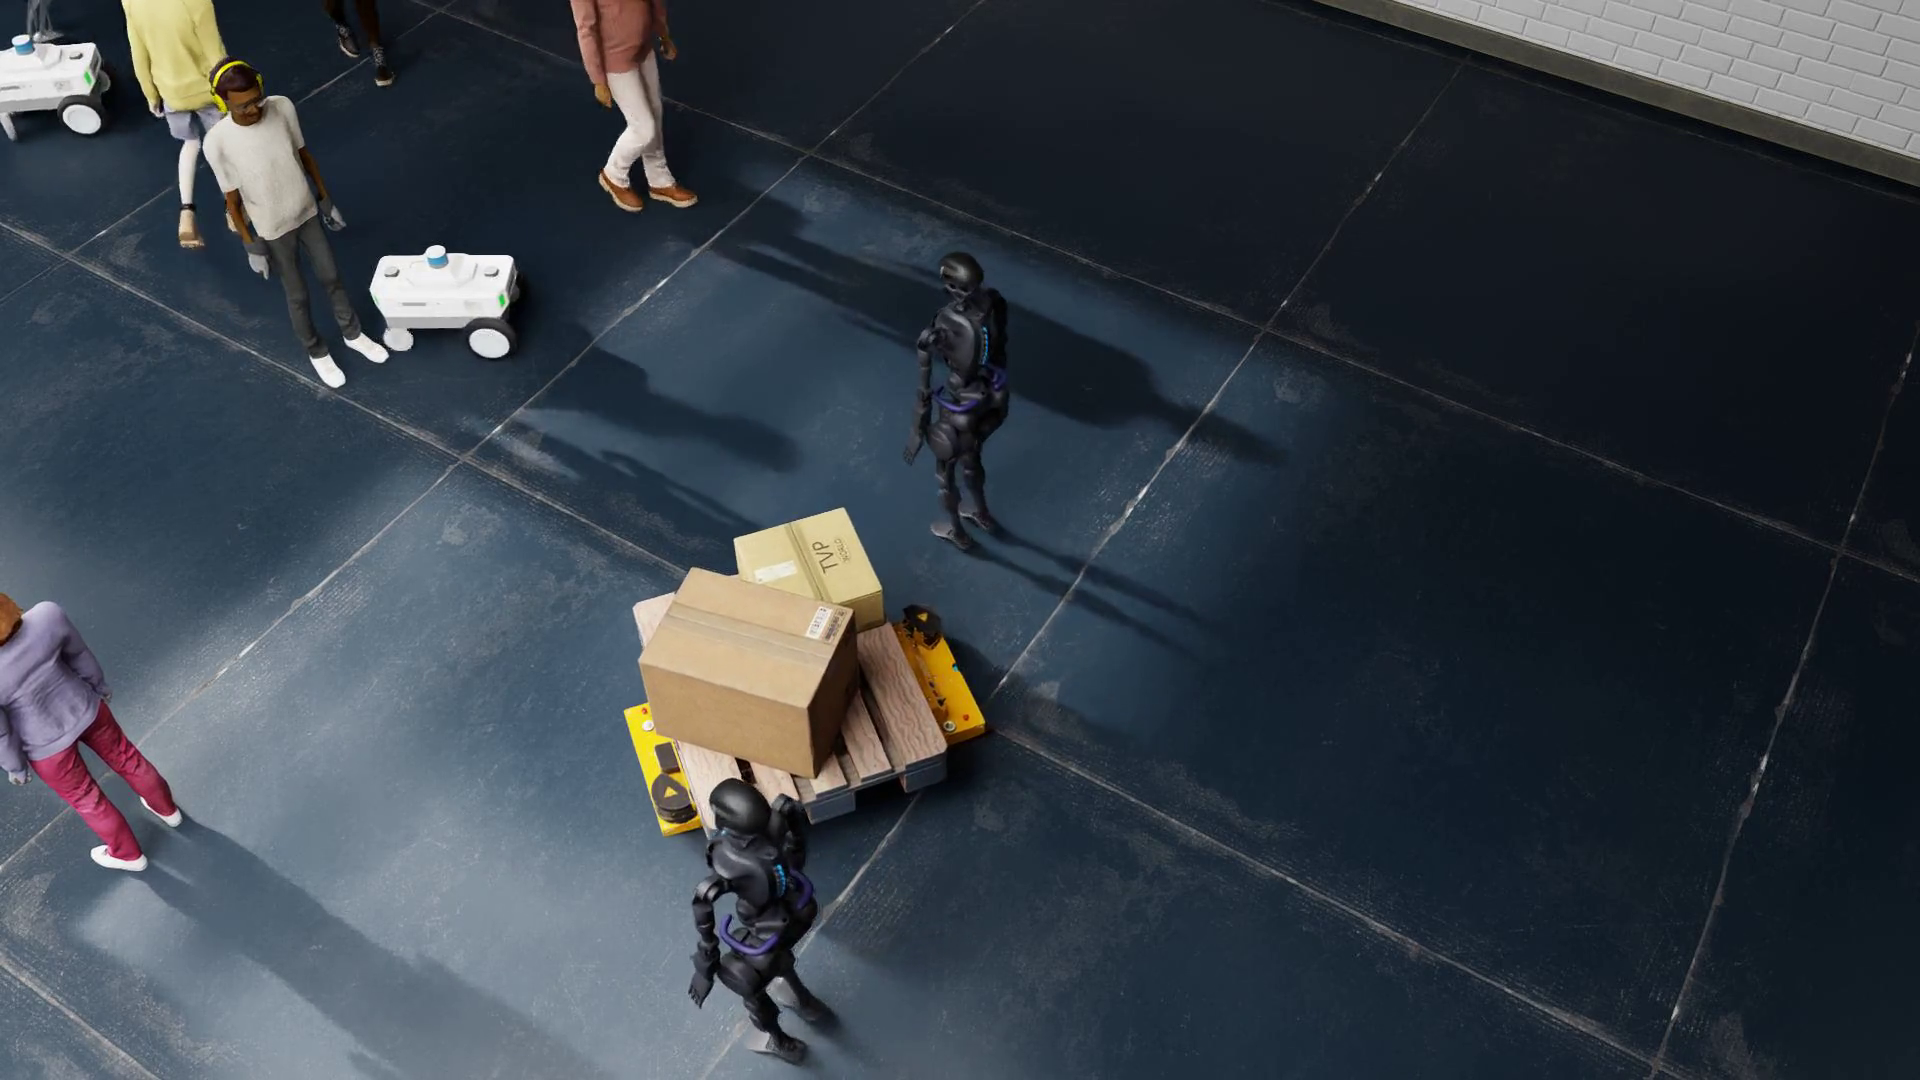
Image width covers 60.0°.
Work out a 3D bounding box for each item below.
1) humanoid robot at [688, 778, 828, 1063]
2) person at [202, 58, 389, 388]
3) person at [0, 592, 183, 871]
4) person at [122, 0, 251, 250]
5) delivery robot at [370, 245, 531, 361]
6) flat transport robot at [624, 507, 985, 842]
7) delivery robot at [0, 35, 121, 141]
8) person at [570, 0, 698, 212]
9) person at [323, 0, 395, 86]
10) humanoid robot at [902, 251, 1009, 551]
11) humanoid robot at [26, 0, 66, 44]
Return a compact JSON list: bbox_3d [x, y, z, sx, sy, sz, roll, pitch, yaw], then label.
[{"bbox_3d":[-0.695,1.330,5.720,0.332,1.654,0.588,25,54,21],"label":"humanoid robot"},{"bbox_3d":[-3.256,-1.533,8.105,0.350,1.856,0.524,30,55,24],"label":"person"},{"bbox_3d":[-3.410,0.708,6.289,0.283,1.631,0.501,19,52,16],"label":"person"},{"bbox_3d":[-4.082,-2.350,8.819,0.517,1.850,0.646,2,49,1],"label":"person"},{"bbox_3d":[-2.672,-1.284,8.749,0.790,0.597,0.499,0,49,0],"label":"delivery robot"},{"bbox_3d":[-0.672,0.755,7.156,1.431,0.231,0.659,-17,51,-14],"label":"flat transport robot"},{"bbox_3d":[-5.504,-2.748,10.040,0.786,0.614,0.523,-7,49,-6],"label":"delivery robot"},{"bbox_3d":[-1.781,-2.634,8.983,0.437,1.979,0.638,18,51,15],"label":"person"},{"bbox_3d":[-3.774,-3.634,9.882,0.641,1.944,0.494,-23,53,-19],"label":"person"},{"bbox_3d":[0.004,-0.586,7.390,0.320,1.647,0.598,35,57,27],"label":"humanoid robot"},{"bbox_3d":[-5.925,-3.741,10.117,0.838,1.767,0.550,-15,51,-13],"label":"humanoid robot"}]
